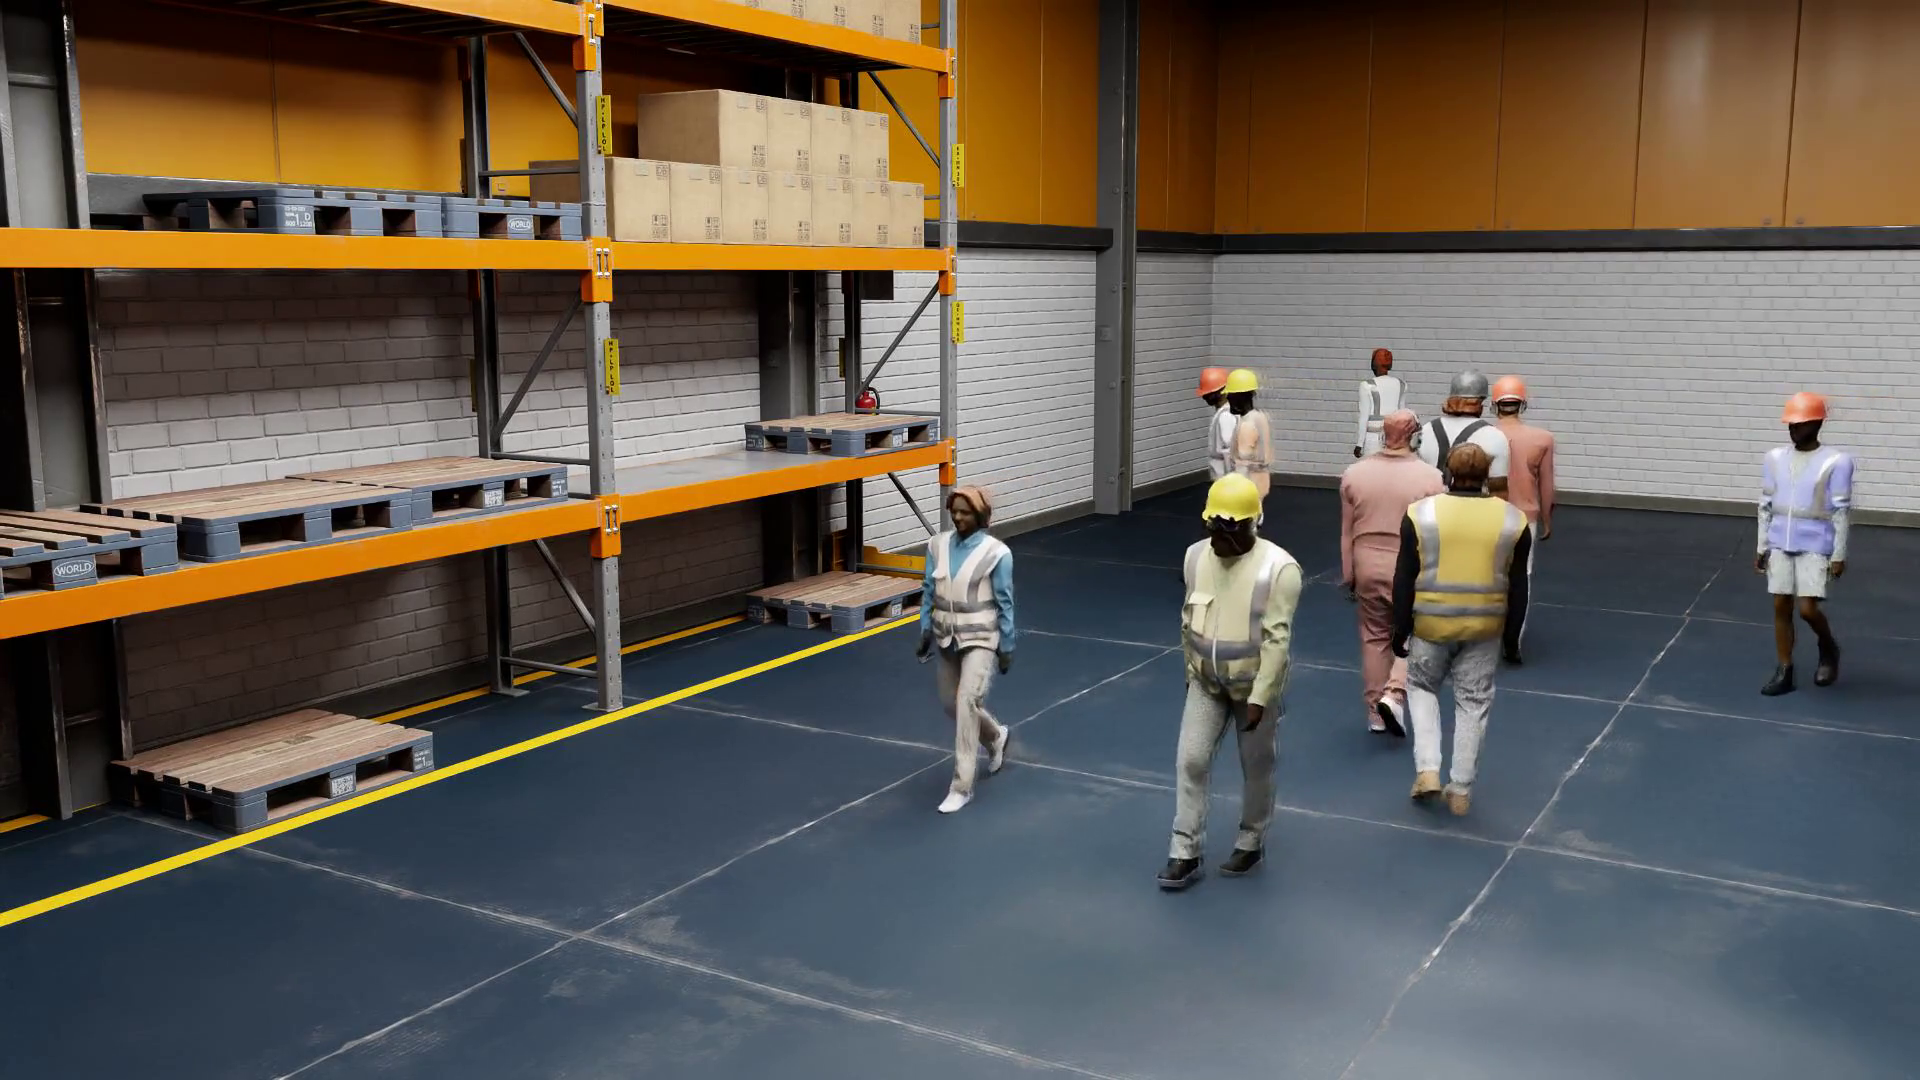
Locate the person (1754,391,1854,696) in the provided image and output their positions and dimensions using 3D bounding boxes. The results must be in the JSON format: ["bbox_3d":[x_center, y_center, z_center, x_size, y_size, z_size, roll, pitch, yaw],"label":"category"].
[{"bbox_3d":[5.274,0.028,10.409,0.505,1.926,0.547,-6,11,-33],"label":"person"}]

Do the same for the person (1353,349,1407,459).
[{"bbox_3d":[4.303,-1.019,17.075,0.575,1.883,0.355,-4,10,-25],"label":"person"}]

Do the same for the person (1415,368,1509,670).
[{"bbox_3d":[3.348,-0.135,11.063,0.692,2.000,0.536,8,12,41],"label":"person"}]

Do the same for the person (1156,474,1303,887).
[{"bbox_3d":[1.123,0.616,7.103,0.588,1.799,0.749,7,11,36],"label":"person"}]

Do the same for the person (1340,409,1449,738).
[{"bbox_3d":[2.447,0.203,9.424,0.655,1.891,0.522,6,11,35],"label":"person"}]

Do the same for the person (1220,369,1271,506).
[{"bbox_3d":[2.192,-0.373,12.944,0.427,1.909,0.602,2,9,14],"label":"person"}]

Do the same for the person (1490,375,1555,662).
[{"bbox_3d":[3.779,-0.158,11.487,0.613,1.959,0.960,3,10,19],"label":"person"}]

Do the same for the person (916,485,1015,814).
[{"bbox_3d":[0.071,0.507,8.379,0.517,1.612,0.708,7,12,38],"label":"person"}]

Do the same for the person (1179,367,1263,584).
[{"bbox_3d":[2.311,-0.518,13.949,0.833,1.882,0.594,2,9,13],"label":"person"}]

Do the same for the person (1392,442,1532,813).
[{"bbox_3d":[2.446,0.432,8.172,0.652,1.831,0.462,1,9,8],"label":"person"}]
